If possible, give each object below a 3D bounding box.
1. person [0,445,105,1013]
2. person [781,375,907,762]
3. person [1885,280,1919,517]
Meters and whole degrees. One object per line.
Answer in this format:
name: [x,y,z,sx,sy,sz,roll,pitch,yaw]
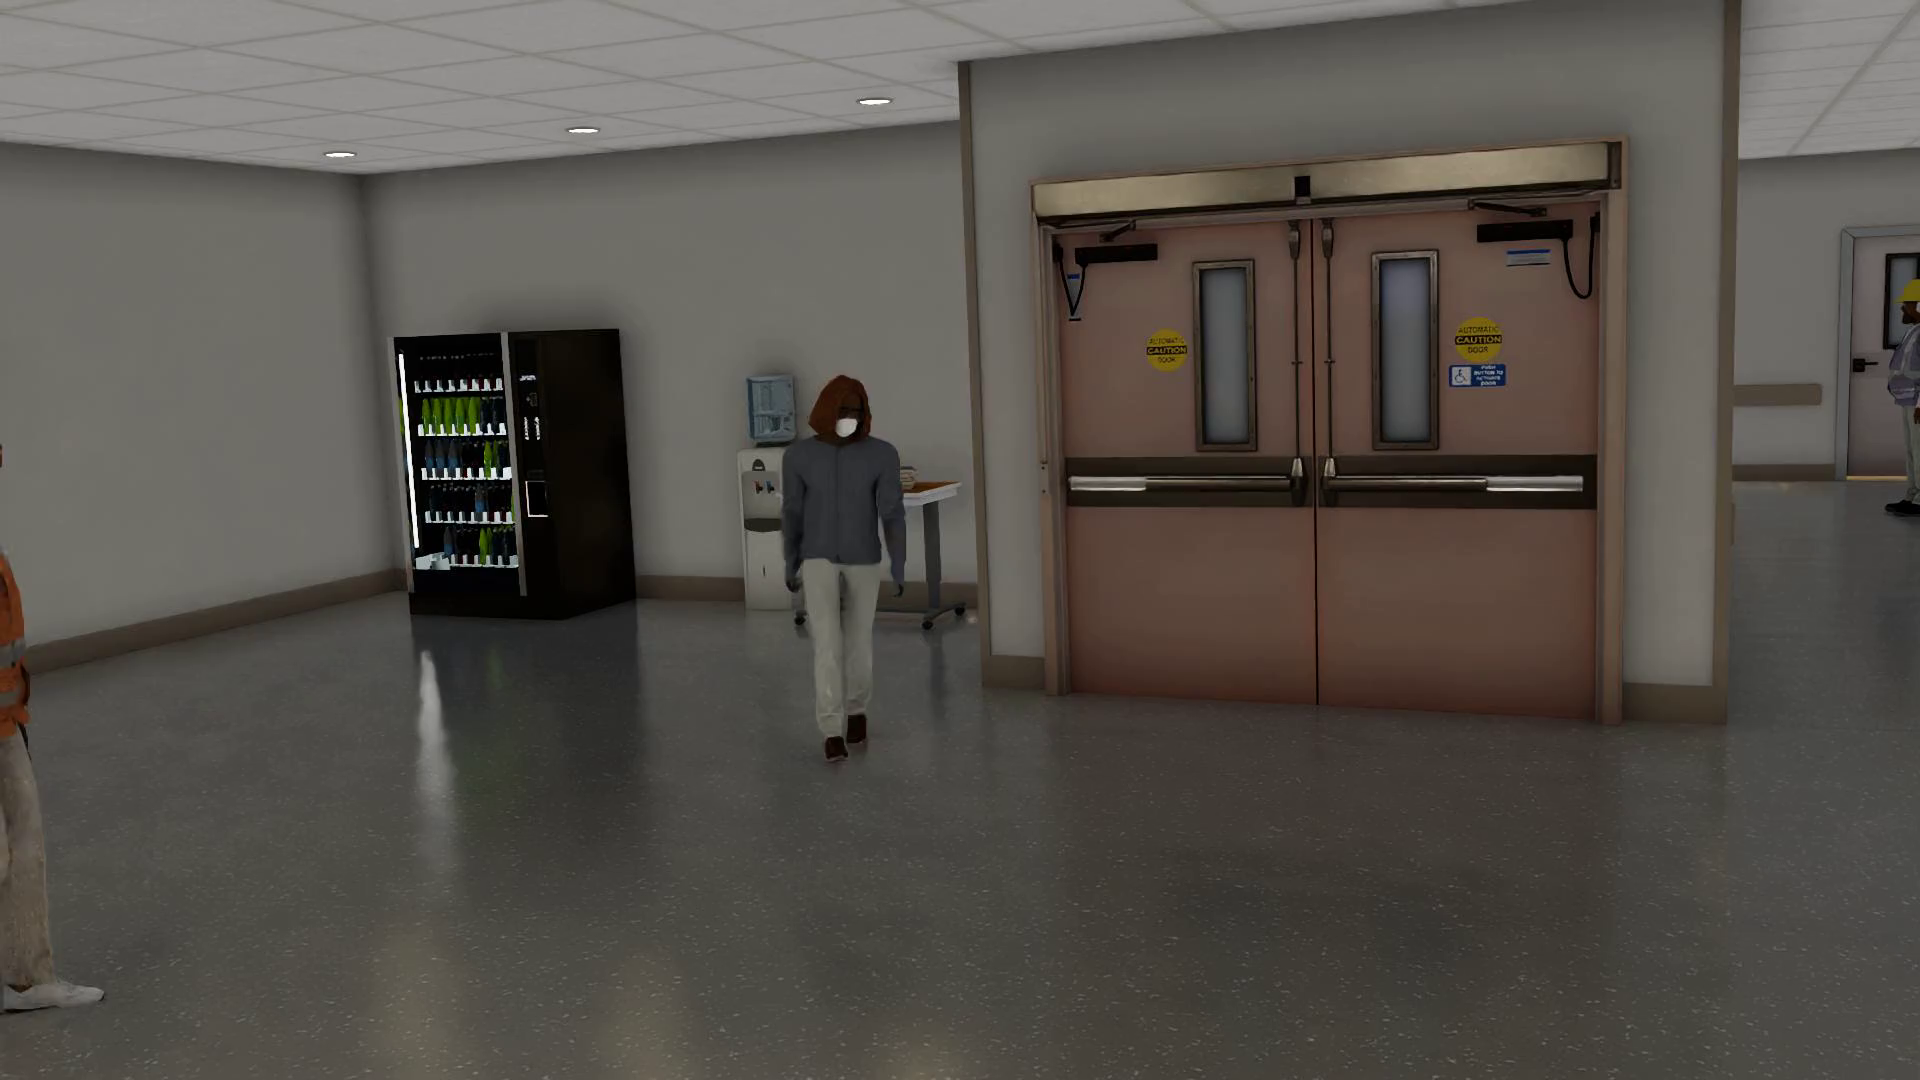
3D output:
person: [-2.704,0.521,4.419,0.551,1.621,0.518,-4,8,-12]
person: [-0.482,0.116,6.913,0.521,1.594,0.804,-3,7,-5]
person: [7.420,-1.094,12.898,0.404,1.833,0.592,0,8,20]
